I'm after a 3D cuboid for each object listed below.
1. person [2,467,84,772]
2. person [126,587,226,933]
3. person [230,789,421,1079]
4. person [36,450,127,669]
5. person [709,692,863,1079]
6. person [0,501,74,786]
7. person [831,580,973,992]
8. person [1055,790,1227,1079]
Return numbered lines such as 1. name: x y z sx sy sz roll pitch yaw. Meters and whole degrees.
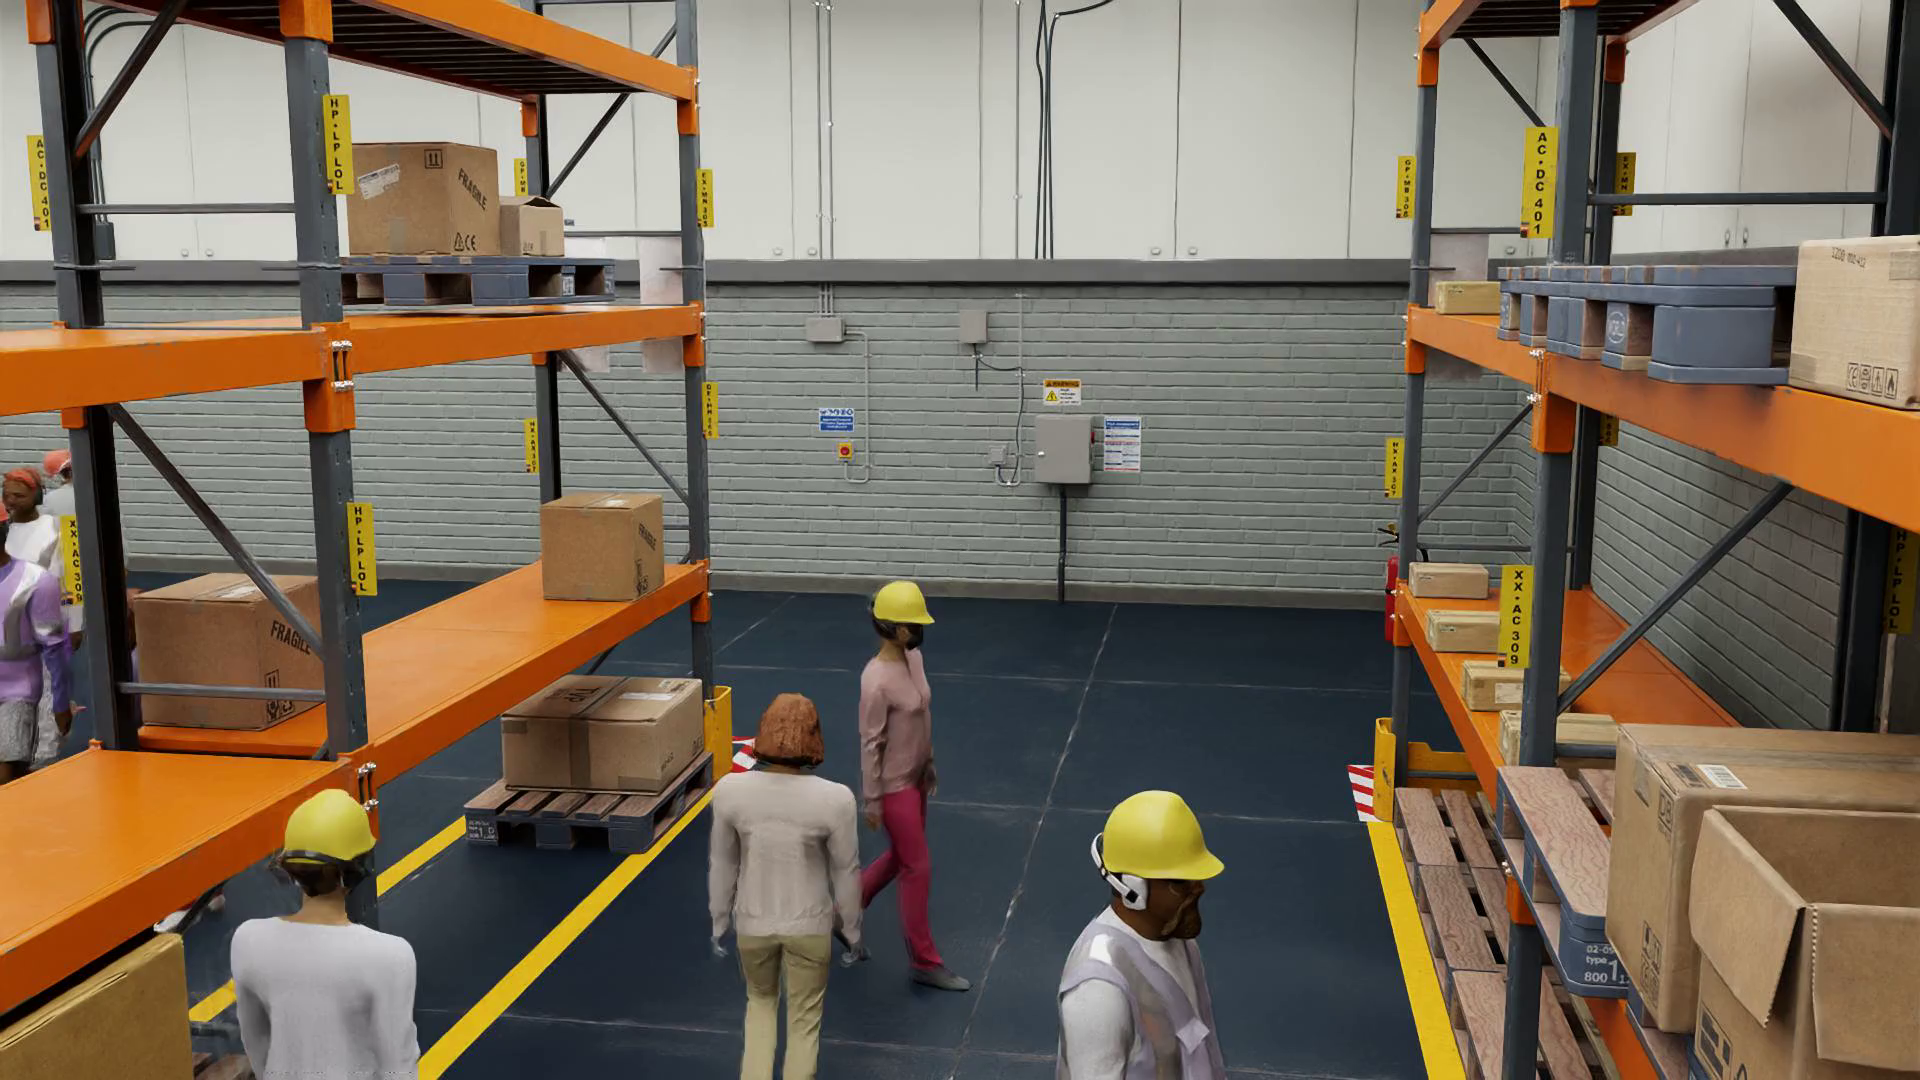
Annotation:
1. person: -5.580 0.476 10.095 0.595 1.868 0.634 0 9 2
2. person: -3.664 0.994 7.684 0.336 1.621 0.590 2 9 10
3. person: -1.594 1.480 4.344 0.541 1.717 0.935 1 9 9
4. person: -6.526 0.193 12.333 0.640 1.711 0.366 -1 9 -3
5. person: -0.588 1.316 5.681 0.528 1.617 0.352 1 9 8
6. person: -4.696 0.731 8.186 0.614 1.998 1.032 1 9 8
7. person: -0.277 1.022 7.095 0.715 1.744 0.546 3 10 18
8. person: 0.436 1.483 3.985 0.404 1.834 0.591 4 10 22
